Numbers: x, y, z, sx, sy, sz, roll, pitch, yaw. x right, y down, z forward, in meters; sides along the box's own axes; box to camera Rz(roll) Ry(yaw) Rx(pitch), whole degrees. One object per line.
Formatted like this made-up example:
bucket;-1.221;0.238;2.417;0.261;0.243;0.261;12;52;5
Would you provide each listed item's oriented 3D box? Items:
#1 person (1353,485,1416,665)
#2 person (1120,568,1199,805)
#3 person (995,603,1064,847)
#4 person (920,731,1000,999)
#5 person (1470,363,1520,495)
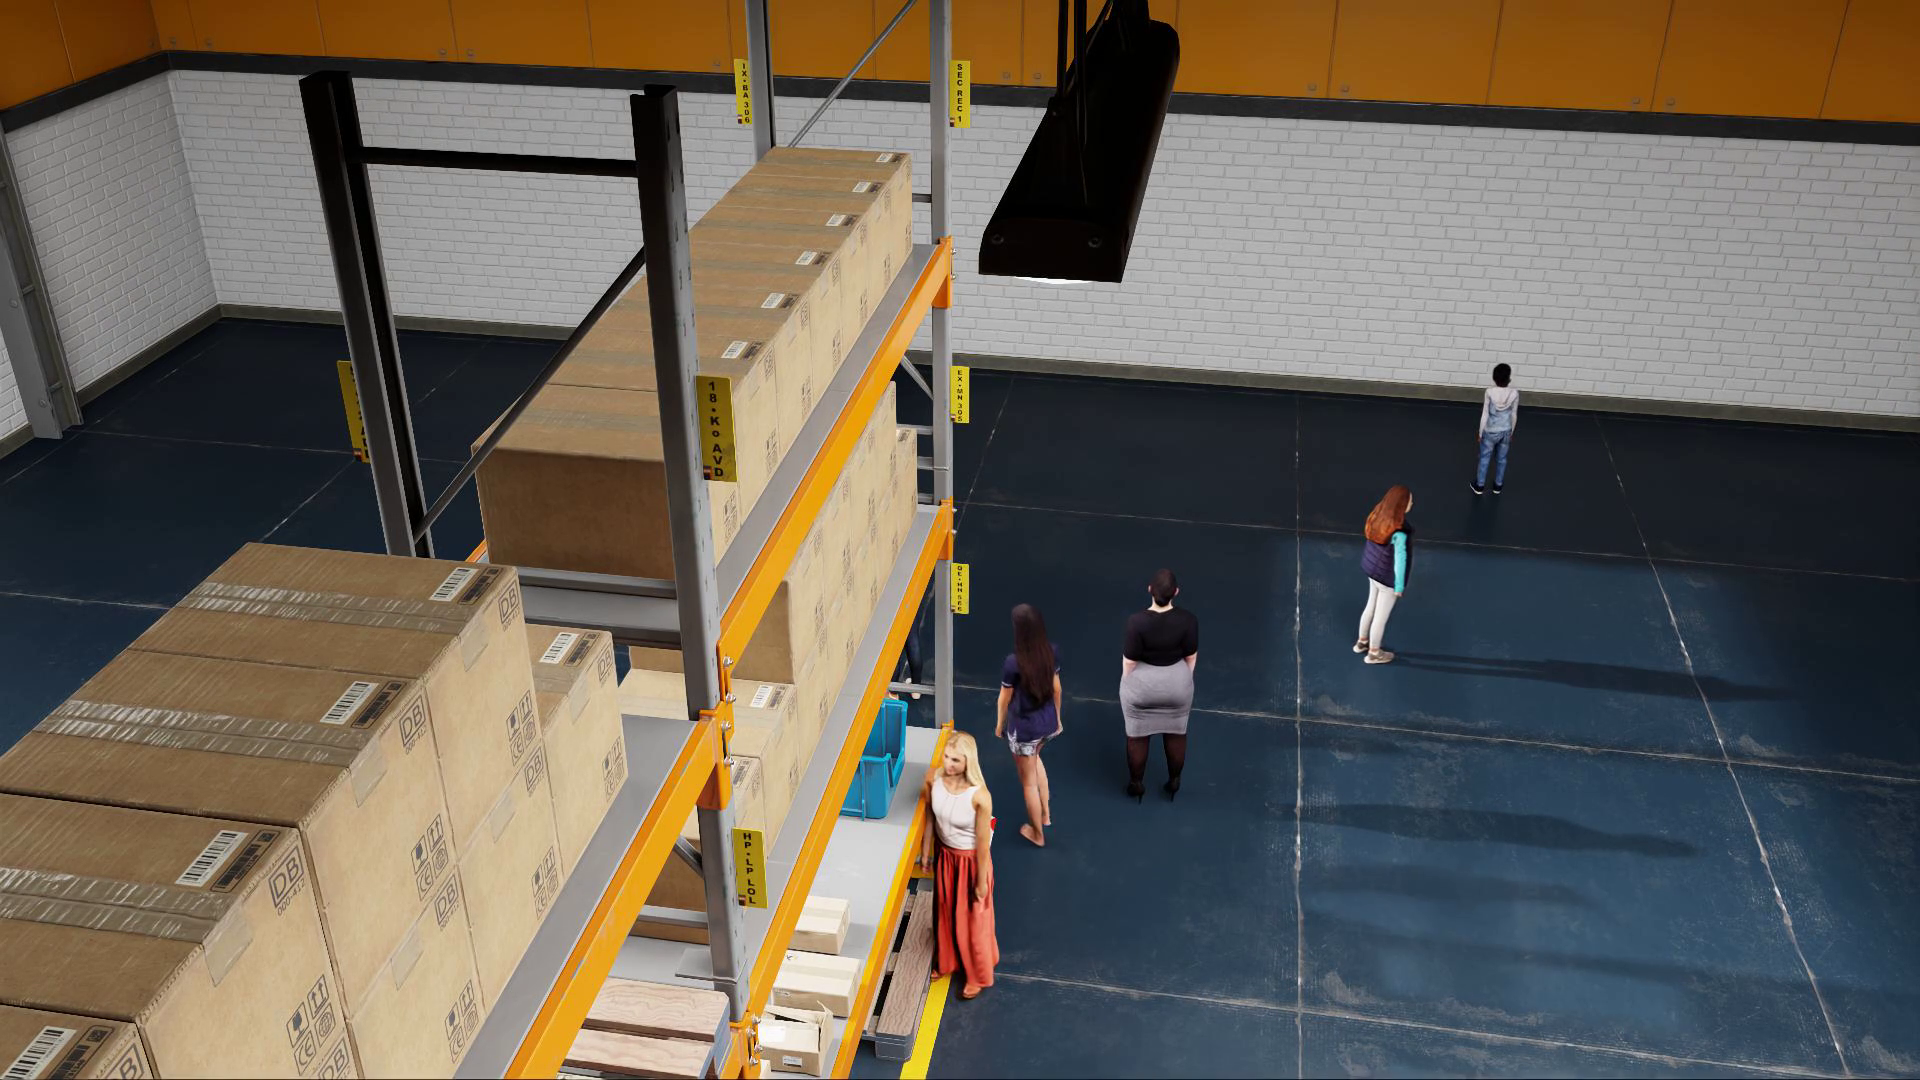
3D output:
person;3.227;0.251;12.649;0.715;1.498;0.623;-6;29;-11
person;1.317;0.980;11.039;0.719;1.760;0.694;-2;29;-3
person;0.499;1.242;10.568;0.698;1.751;0.758;-17;33;-29
person;0.007;1.827;9.445;0.730;1.800;0.753;21;35;33
person;4.909;-1.019;15.226;0.490;1.259;0.503;2;29;4
